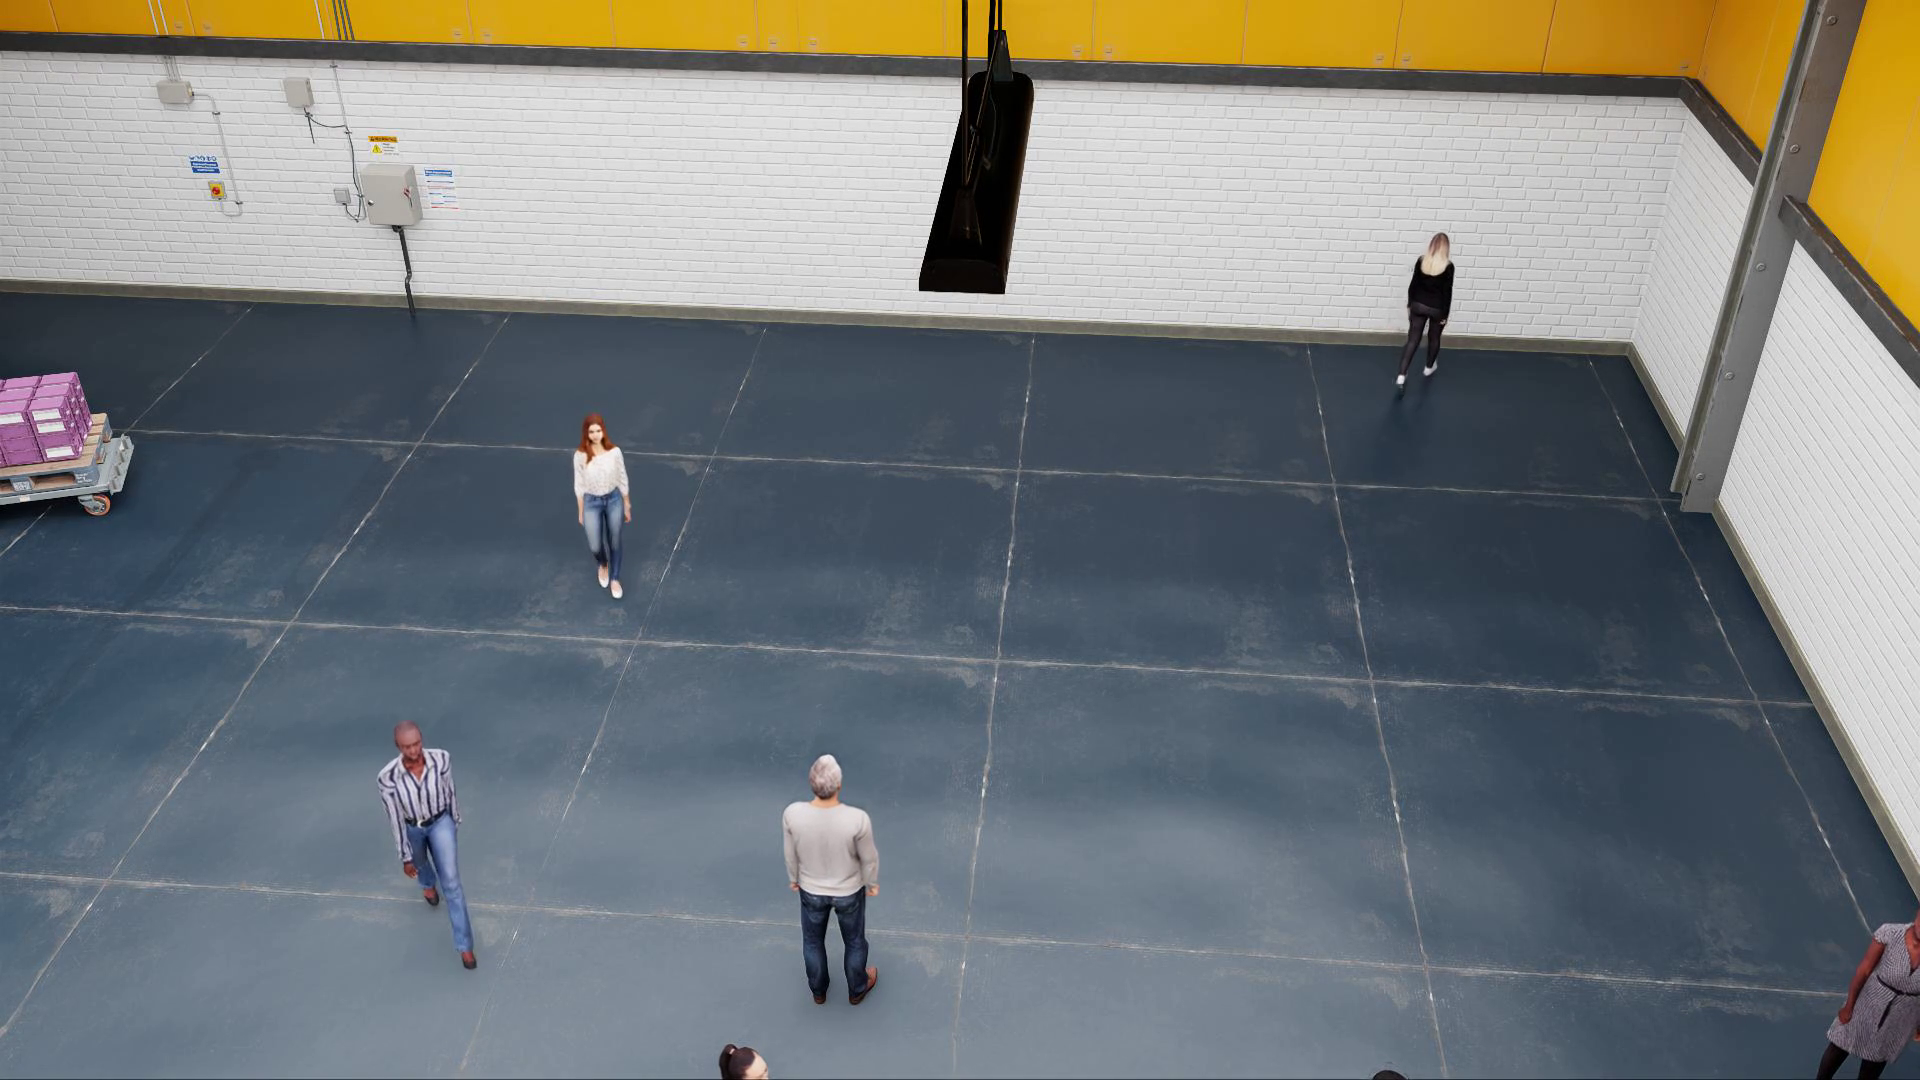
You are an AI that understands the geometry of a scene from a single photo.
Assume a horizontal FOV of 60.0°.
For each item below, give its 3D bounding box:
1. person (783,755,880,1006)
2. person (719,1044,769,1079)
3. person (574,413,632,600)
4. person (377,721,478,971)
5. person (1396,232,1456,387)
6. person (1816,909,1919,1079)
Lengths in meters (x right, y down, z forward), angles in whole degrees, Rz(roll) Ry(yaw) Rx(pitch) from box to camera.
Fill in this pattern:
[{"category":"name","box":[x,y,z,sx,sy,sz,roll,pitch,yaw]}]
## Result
[{"category":"person","box":[-0.778,2.100,10.127,0.719,1.911,0.605,4,34,6]},{"category":"person","box":[-1.051,3.229,8.608,0.668,1.712,0.488,9,35,13]},{"category":"person","box":[-3.005,-0.329,13.950,0.709,1.723,0.747,-10,35,-14]},{"category":"person","box":[-3.464,1.846,10.667,1.050,1.736,1.250,-17,37,-24]},{"category":"person","box":[4.744,-2.307,16.989,0.944,1.653,1.151,19,38,27]},{"category":"person","box":[5.219,2.661,9.394,0.658,1.788,0.595,9,35,14]}]
